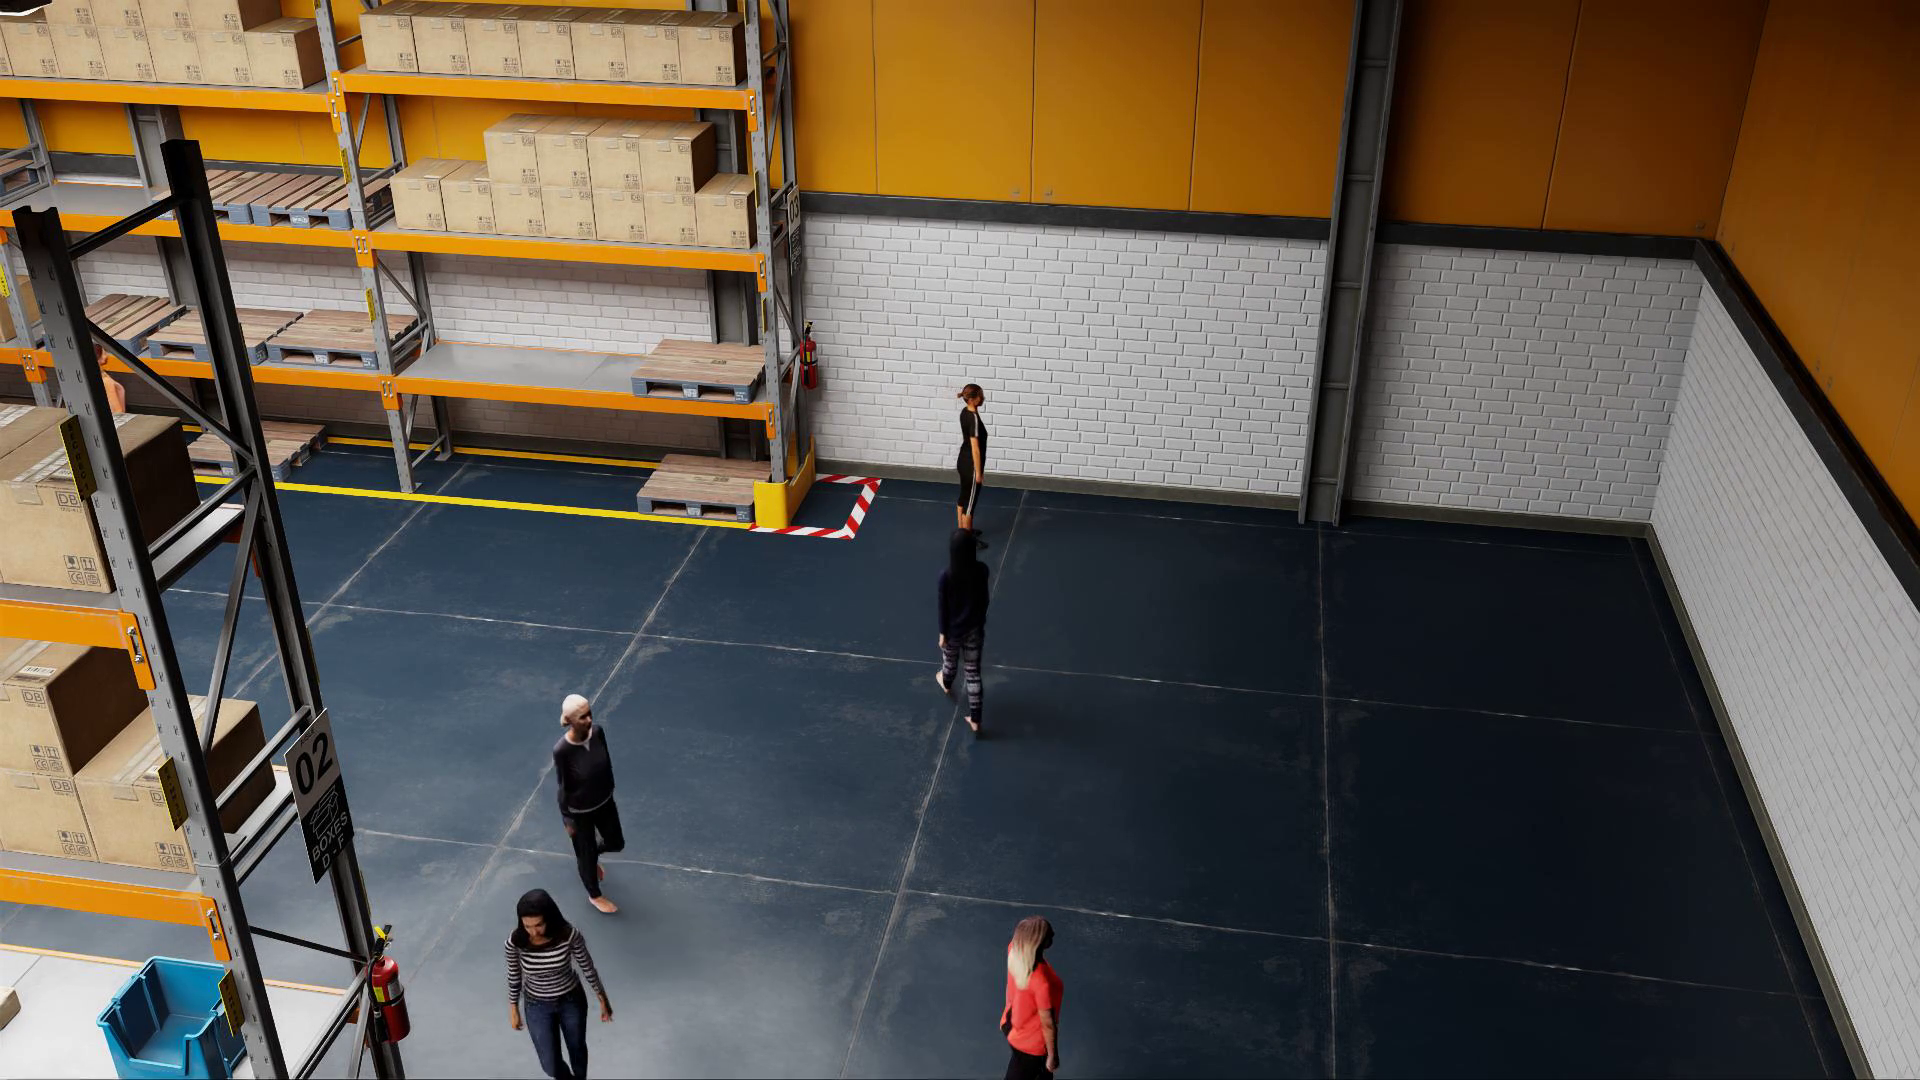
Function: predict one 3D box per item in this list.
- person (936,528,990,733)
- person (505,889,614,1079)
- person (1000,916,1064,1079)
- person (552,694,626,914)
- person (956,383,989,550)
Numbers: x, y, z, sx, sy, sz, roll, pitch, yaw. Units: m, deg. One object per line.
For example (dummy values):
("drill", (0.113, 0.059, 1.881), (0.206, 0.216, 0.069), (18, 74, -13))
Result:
("person", (0.054, 0.741, 13.220), (1.126, 1.682, 1.042), (-10, 30, -17))
("person", (-2.352, 2.660, 9.607), (0.778, 1.773, 0.899), (-10, 30, -18))
("person", (0.290, 2.839, 9.400), (1.211, 1.657, 1.003), (-10, 30, -18))
("person", (-2.593, 1.755, 11.324), (0.852, 1.716, 0.782), (22, 35, 34))
("person", (0.101, -0.729, 15.928), (0.613, 1.668, 0.642), (-5, 29, -9))
